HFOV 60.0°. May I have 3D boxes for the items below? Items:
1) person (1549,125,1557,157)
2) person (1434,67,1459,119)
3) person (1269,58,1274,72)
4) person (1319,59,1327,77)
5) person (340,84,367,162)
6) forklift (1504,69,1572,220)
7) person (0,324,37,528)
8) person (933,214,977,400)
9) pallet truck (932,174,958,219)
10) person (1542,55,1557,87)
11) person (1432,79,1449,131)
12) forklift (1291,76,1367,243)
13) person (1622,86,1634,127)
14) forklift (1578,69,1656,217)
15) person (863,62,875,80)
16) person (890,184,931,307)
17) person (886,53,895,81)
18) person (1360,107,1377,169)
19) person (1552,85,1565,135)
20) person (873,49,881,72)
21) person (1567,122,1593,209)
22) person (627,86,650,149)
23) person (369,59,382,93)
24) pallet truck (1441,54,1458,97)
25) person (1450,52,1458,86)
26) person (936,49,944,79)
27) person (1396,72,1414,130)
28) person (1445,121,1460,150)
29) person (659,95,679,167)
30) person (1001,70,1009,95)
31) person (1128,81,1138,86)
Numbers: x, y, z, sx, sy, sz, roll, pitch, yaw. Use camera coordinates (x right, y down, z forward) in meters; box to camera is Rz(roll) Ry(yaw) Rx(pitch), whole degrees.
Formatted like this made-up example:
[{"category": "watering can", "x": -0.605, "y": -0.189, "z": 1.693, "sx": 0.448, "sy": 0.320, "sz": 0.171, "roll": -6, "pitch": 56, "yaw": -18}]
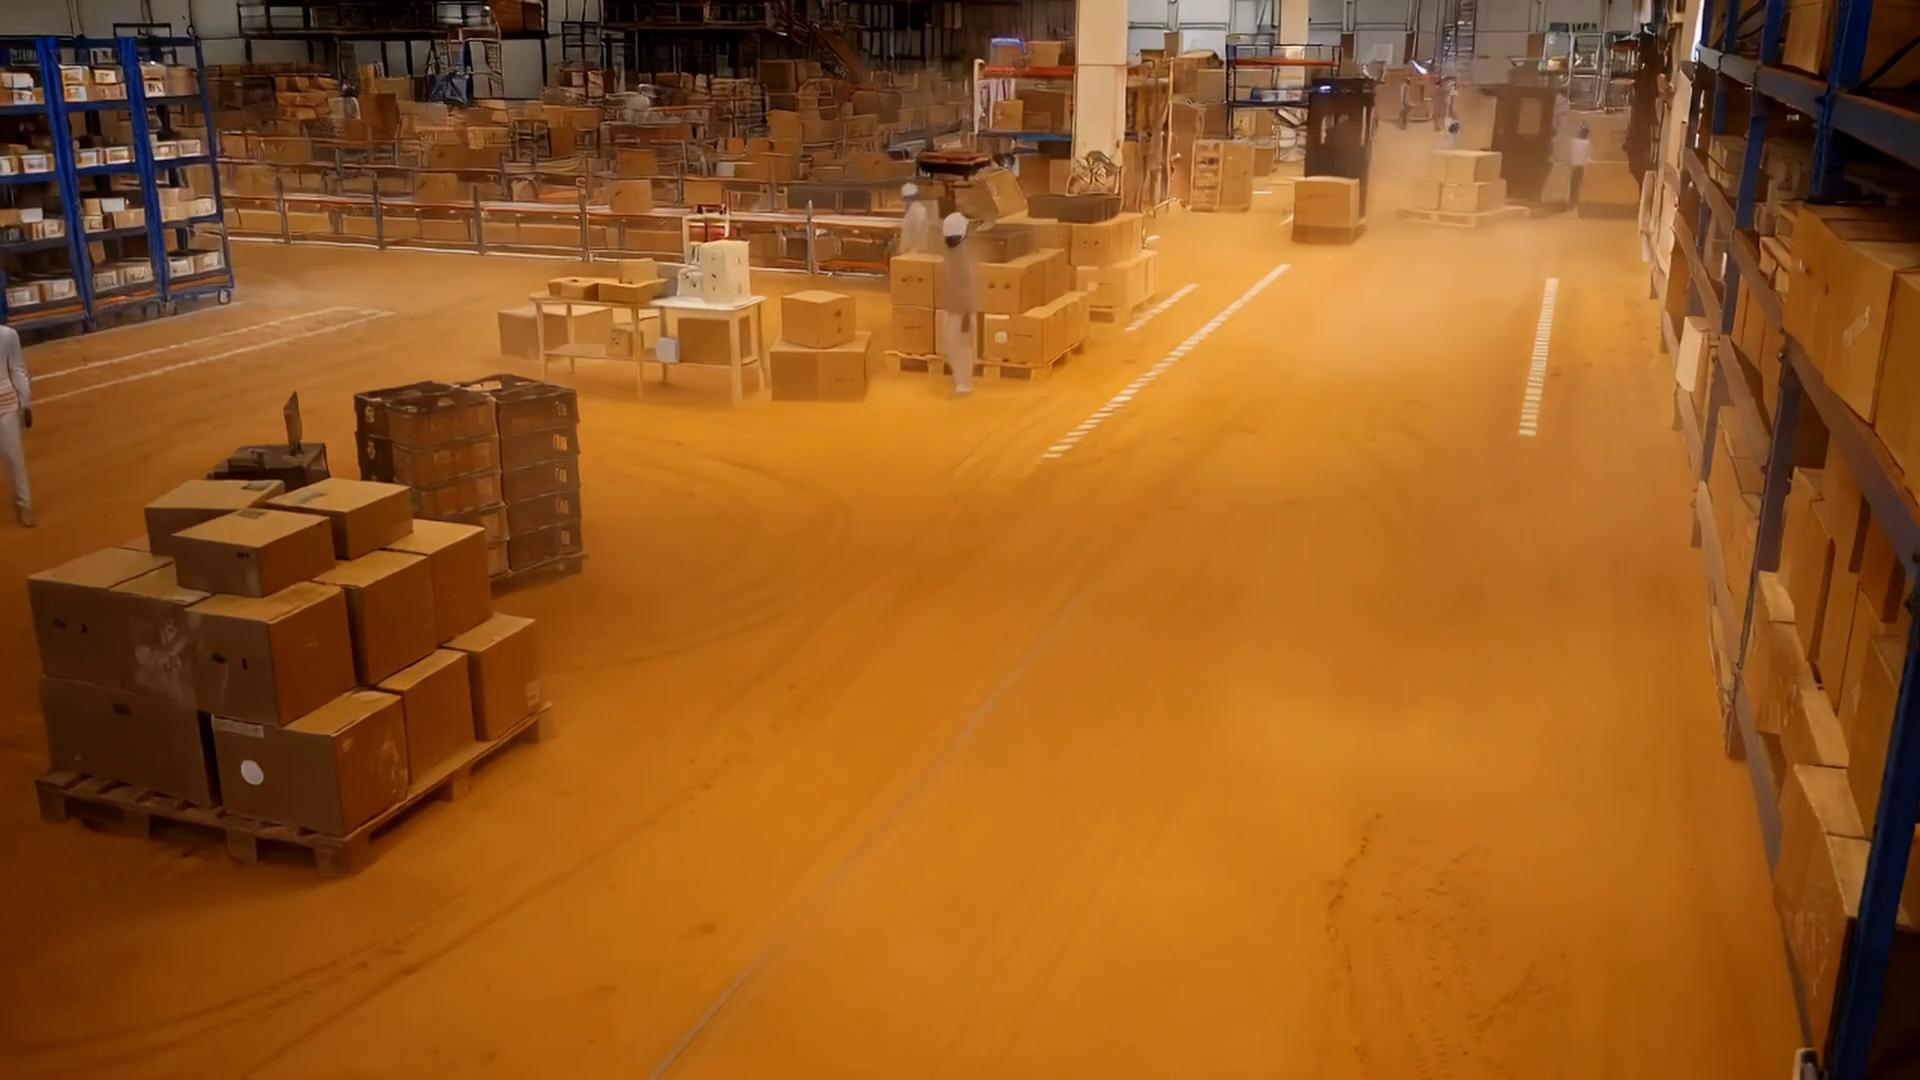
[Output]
[{"category": "person", "x": 12.341, "y": -7.892, "z": 34.975, "sx": 0.281, "sy": 1.634, "sz": 0.498, "roll": 0, "pitch": 18, "yaw": 0}, {"category": "person", "x": 18.325, "y": -16.777, "z": 62.410, "sx": 0.890, "sy": 1.942, "sz": 0.611, "roll": 3, "pitch": 18, "yaw": 11}, {"category": "person", "x": 15.639, "y": -23.309, "z": 83.104, "sx": 0.529, "sy": 1.838, "sz": 0.936, "roll": -7, "pitch": 19, "yaw": -22}, {"category": "person", "x": 17.094, "y": -21.827, "z": 78.355, "sx": 0.337, "sy": 1.882, "sz": 0.585, "roll": 3, "pitch": 18, "yaw": 10}, {"category": "person", "x": -16.243, "y": -11.125, "z": 44.466, "sx": 0.607, "sy": 2.048, "sz": 0.370, "roll": 8, "pitch": 19, "yaw": 24}, {"category": "forklift", "x": 11.139, "y": -7.792, "z": 32.638, "sx": 1.873, "sy": 2.768, "sz": 1.129, "roll": -15, "pitch": 23, "yaw": -39}, {"category": "person", "x": -7.530, "y": -1.025, "z": 12.886, "sx": 0.603, "sy": 1.949, "sz": 0.397, "roll": -9, "pitch": 20, "yaw": -26}, {"category": "person", "x": -0.043, "y": -2.392, "z": 17.178, "sx": 0.515, "sy": 1.956, "sz": 0.644, "roll": -10, "pitch": 20, "yaw": -29}, {"category": "pallet truck", "x": -0.507, "y": -5.292, "z": 27.348, "sx": 0.653, "sy": 1.274, "sz": 1.630, "roll": 6, "pitch": 19, "yaw": 19}, {"category": "person", "x": 27.811, "y": -21.845, "z": 78.374, "sx": 0.652, "sy": 1.903, "sz": 0.879, "roll": 12, "pitch": 21, "yaw": 32}, {"category": "person", "x": 16.350, "y": -14.818, "z": 56.603, "sx": 0.540, "sy": 1.714, "sz": 0.876, "roll": 4, "pitch": 18, "yaw": 13}, {"category": "forklift", "x": 6.598, "y": -6.755, "z": 29.381, "sx": 1.129, "sy": 2.768, "sz": 1.873, "roll": 6, "pitch": 19, "yaw": 19}, {"category": "person", "x": 21.698, "y": -13.814, "z": 53.630, "sx": 0.835, "sy": 1.605, "sz": 0.505, "roll": -10, "pitch": 20, "yaw": -28}, {"category": "forklift", "x": 13.219, "y": -7.740, "z": 32.475, "sx": 1.873, "sy": 2.768, "sz": 1.129, "roll": 6, "pitch": 19, "yaw": 18}, {"category": "person", "x": -3.826, "y": -18.770, "z": 68.721, "sx": 0.617, "sy": 1.897, "sz": 0.631, "roll": 15, "pitch": 23, "yaw": 39}, {"category": "person", "x": -0.660, "y": -3.840, "z": 22.093, "sx": 0.862, "sy": 1.724, "sz": 0.547, "roll": 8, "pitch": 19, "yaw": 25}, {"category": "person", "x": -3.743, "y": -25.305, "z": 89.528, "sx": 0.483, "sy": 1.726, "sz": 0.587, "roll": -1, "pitch": 18, "yaw": -3}, {"category": "person", "x": 10.357, "y": -10.433, "z": 42.490, "sx": 0.570, "sy": 1.919, "sz": 0.649, "roll": 7, "pitch": 19, "yaw": 22}, {"category": "person", "x": 19.483, "y": -14.037, "z": 54.332, "sx": 0.517, "sy": 1.612, "sz": 0.750, "roll": -14, "pitch": 22, "yaw": -37}, {"category": "person", "x": -4.678, "y": -26.683, "z": 93.681, "sx": 0.972, "sy": 1.831, "sz": 0.594, "roll": 6, "pitch": 19, "yaw": 19}, {"category": "person", "x": 12.808, "y": -7.690, "z": 34.169, "sx": 0.788, "sy": 1.737, "sz": 0.537, "roll": -7, "pitch": 19, "yaw": -21}, {"category": "person", "x": -9.199, "y": -12.004, "z": 47.476, "sx": 0.692, "sy": 1.893, "sz": 0.640, "roll": 17, "pitch": 24, "yaw": 42}, {"category": "person", "x": -26.461, "y": -20.852, "z": 75.358, "sx": 0.516, "sy": 1.842, "sz": 0.328, "roll": -4, "pitch": 18, "yaw": -11}, {"category": "pallet truck", "x": 22.765, "y": -21.886, "z": 78.355, "sx": 0.823, "sy": 1.965, "sz": 1.885, "roll": -4, "pitch": 18, "yaw": -14}, {"category": "person", "x": 25.248, "y": -23.970, "z": 85.045, "sx": 0.611, "sy": 1.908, "sz": 0.605, "roll": -15, "pitch": 23, "yaw": -40}, {"category": "person", "x": -1.215, "y": -26.469, "z": 92.938, "sx": 0.978, "sy": 1.881, "sz": 0.567, "roll": -15, "pitch": 23, "yaw": -39}, {"category": "person", "x": 15.227, "y": -14.955, "z": 56.702, "sx": 0.430, "sy": 1.917, "sz": 0.549, "roll": 1, "pitch": 18, "yaw": 3}, {"category": "person", "x": 10.671, "y": -8.276, "z": 36.185, "sx": 0.266, "sy": 1.631, "sz": 0.507, "roll": 13, "pitch": 22, "yaw": 35}, {"category": "person", "x": -7.589, "y": -10.638, "z": 43.278, "sx": 0.588, "sy": 1.835, "sz": 0.403, "roll": -16, "pitch": 24, "yaw": -42}, {"category": "person", "x": 1.713, "y": -18.074, "z": 66.617, "sx": 0.500, "sy": 1.859, "sz": 0.328, "roll": 0, "pitch": 18, "yaw": 1}, {"category": "person", "x": 6.038, "y": -15.586, "z": 58.663, "sx": 0.378, "sy": 1.932, "sz": 0.552, "roll": -5, "pitch": 18, "yaw": -16}]
